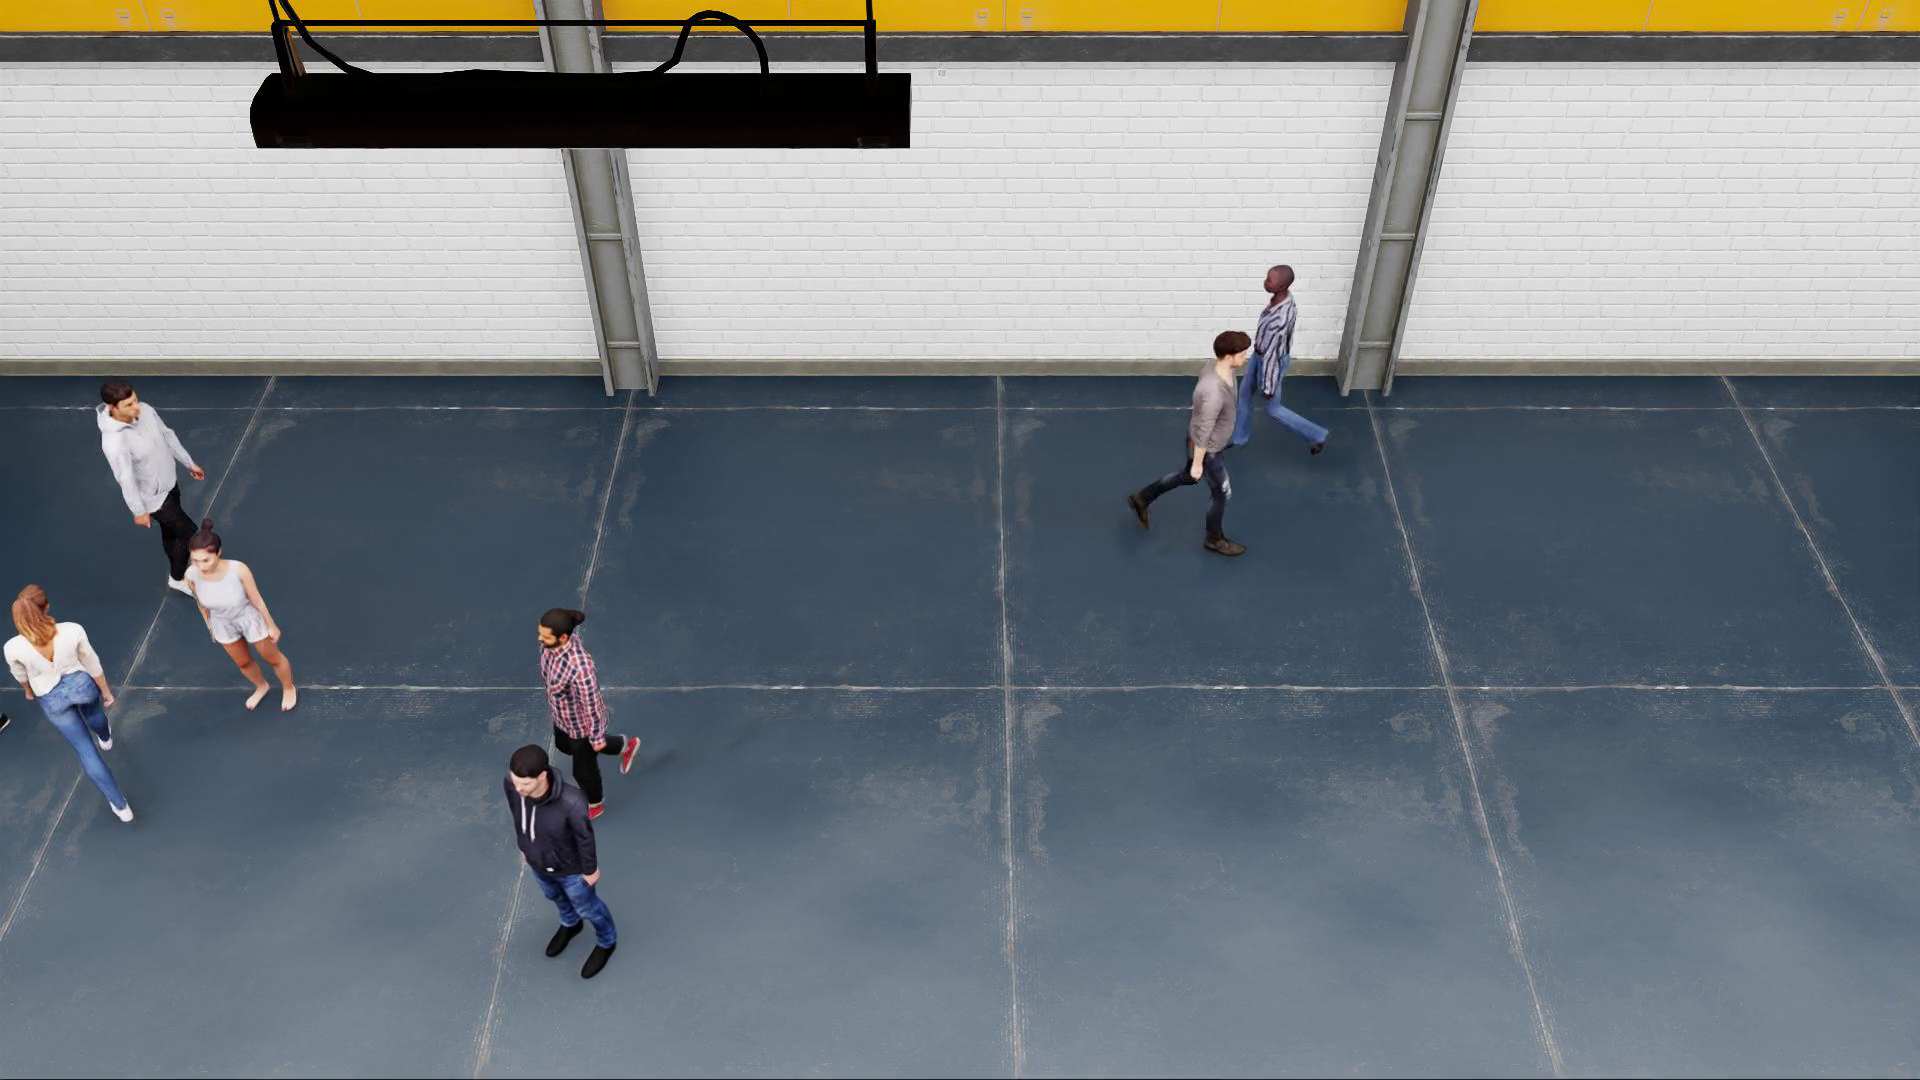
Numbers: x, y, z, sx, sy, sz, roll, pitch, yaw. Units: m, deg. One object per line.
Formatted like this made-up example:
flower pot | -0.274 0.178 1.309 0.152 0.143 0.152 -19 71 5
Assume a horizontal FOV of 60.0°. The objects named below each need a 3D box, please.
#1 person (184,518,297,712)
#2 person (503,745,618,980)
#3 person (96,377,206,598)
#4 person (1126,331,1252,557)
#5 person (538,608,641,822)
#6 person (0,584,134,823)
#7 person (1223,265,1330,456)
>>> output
person | -4.609 0.502 10.635 0.504 1.619 0.668 -1 44 -1
person | -2.197 1.717 9.166 0.692 1.887 0.818 22 48 21
person | -5.576 -0.322 11.326 0.646 1.860 0.713 -3 44 -3
person | 1.642 -0.689 11.708 1.232 1.865 0.879 10 44 10
person | -2.240 1.020 10.001 1.061 1.745 0.979 -29 51 -27
person | -5.352 1.021 10.055 1.174 1.668 1.129 -27 50 -25
person | 2.408 -1.267 12.388 1.109 1.763 0.726 5 44 5
